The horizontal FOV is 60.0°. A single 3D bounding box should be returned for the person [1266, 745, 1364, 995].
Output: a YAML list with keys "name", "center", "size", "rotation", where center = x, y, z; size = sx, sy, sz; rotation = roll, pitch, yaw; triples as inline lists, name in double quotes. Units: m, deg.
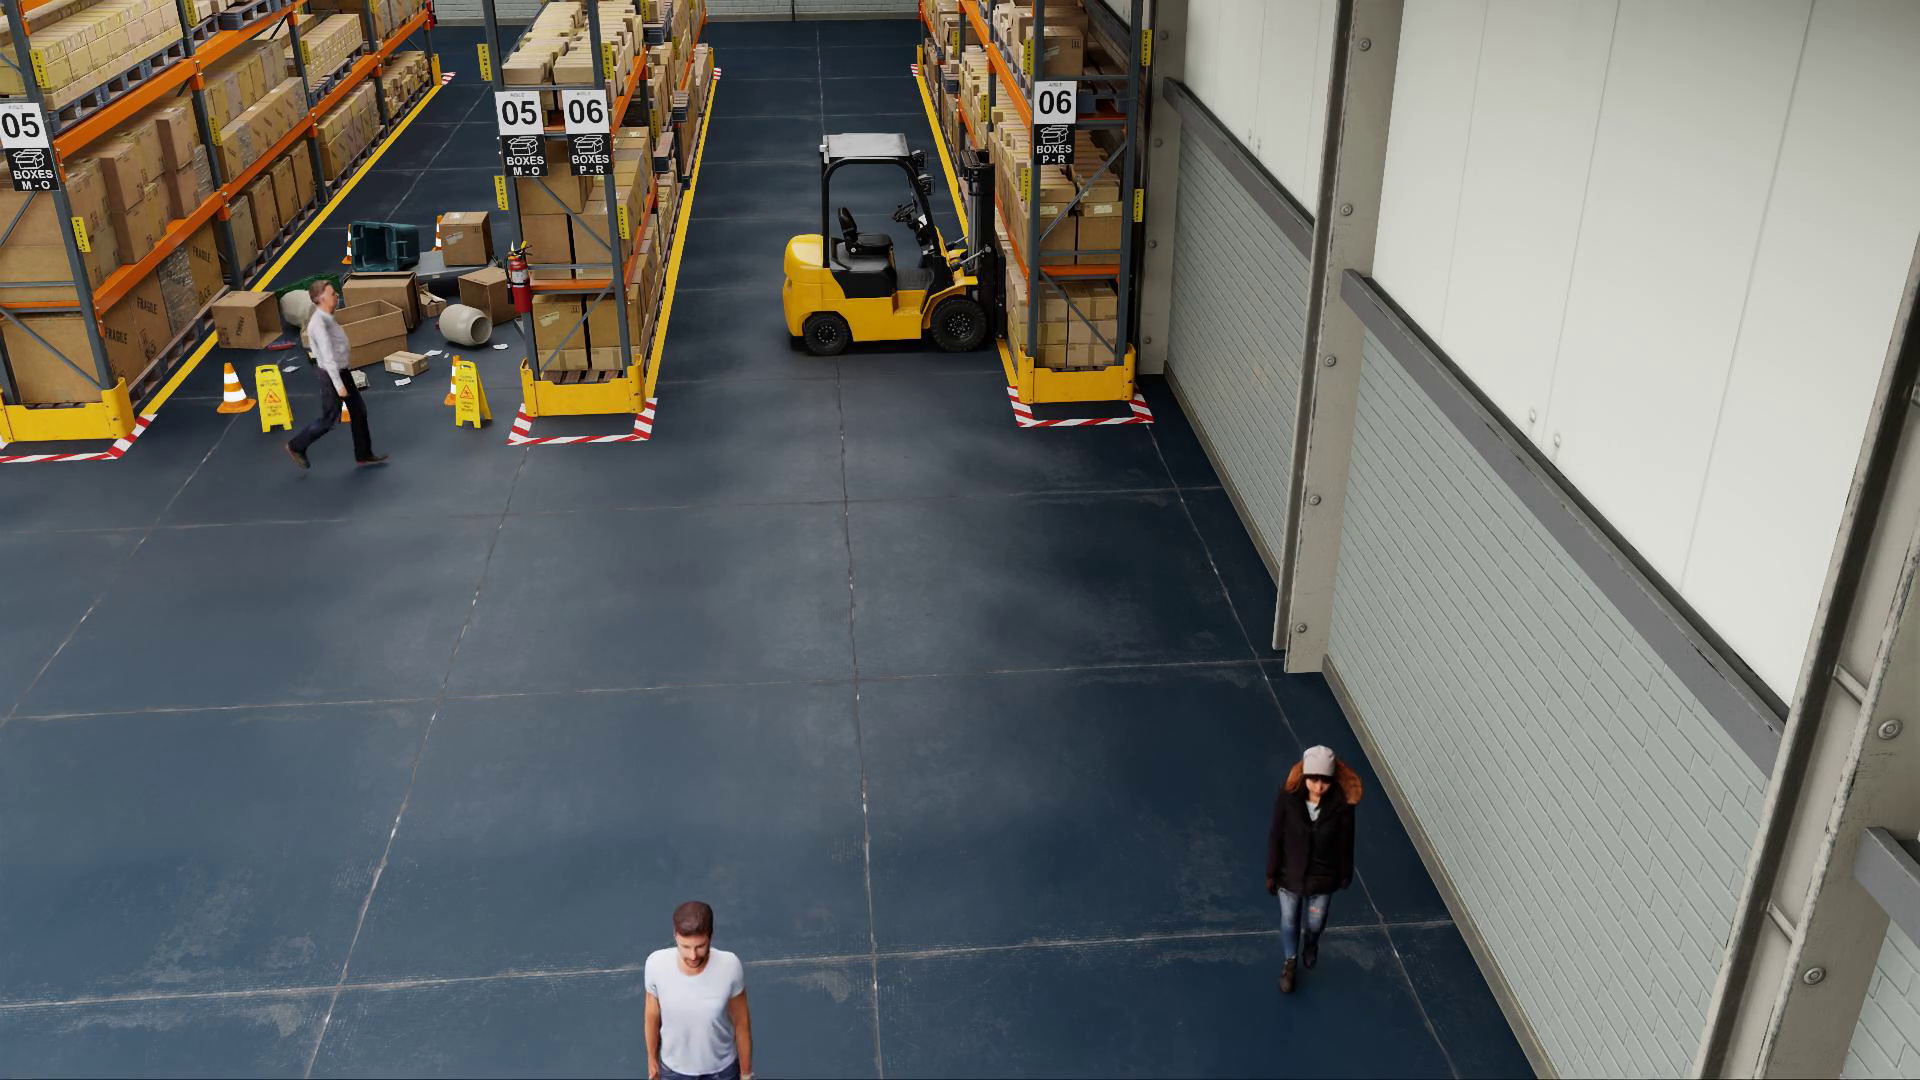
- name: "person"
  center: [1.889, 1.724, 9.076]
  size: [0.734, 1.616, 0.798]
  rotation: [8, 28, 15]

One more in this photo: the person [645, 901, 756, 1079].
- name: "person"
  center: [-1.182, 2.339, 7.623]
  size: [0.637, 1.852, 0.673]
  rotation: [-2, 27, -4]

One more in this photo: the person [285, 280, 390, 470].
- name: "person"
  center: [-5.754, -1.459, 15.059]
  size: [0.763, 1.797, 1.051]
  rotation: [-5, 28, -10]
